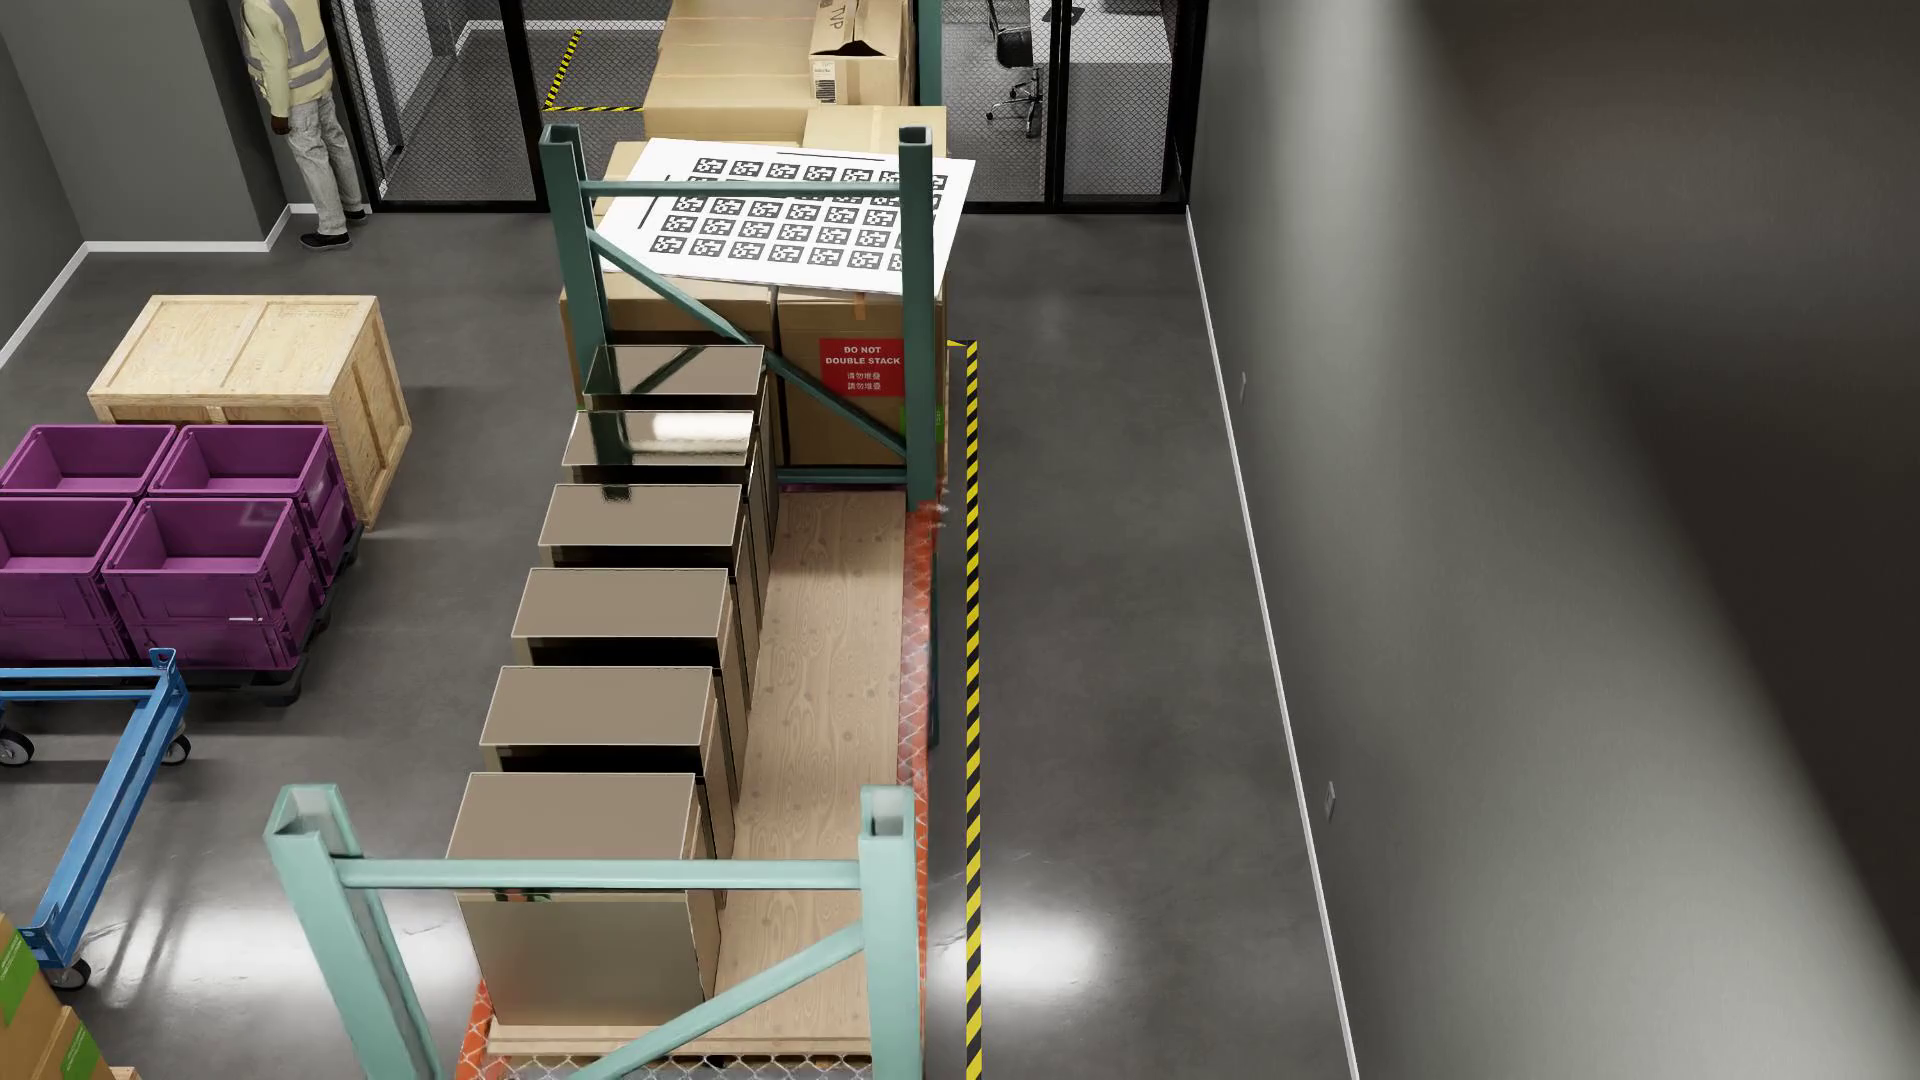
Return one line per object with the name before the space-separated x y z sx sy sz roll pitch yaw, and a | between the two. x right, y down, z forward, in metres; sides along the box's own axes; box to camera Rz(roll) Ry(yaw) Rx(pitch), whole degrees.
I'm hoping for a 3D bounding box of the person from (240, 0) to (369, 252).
person | -3.479 -2.393 8.701 0.404 1.831 0.600 5 41 5
